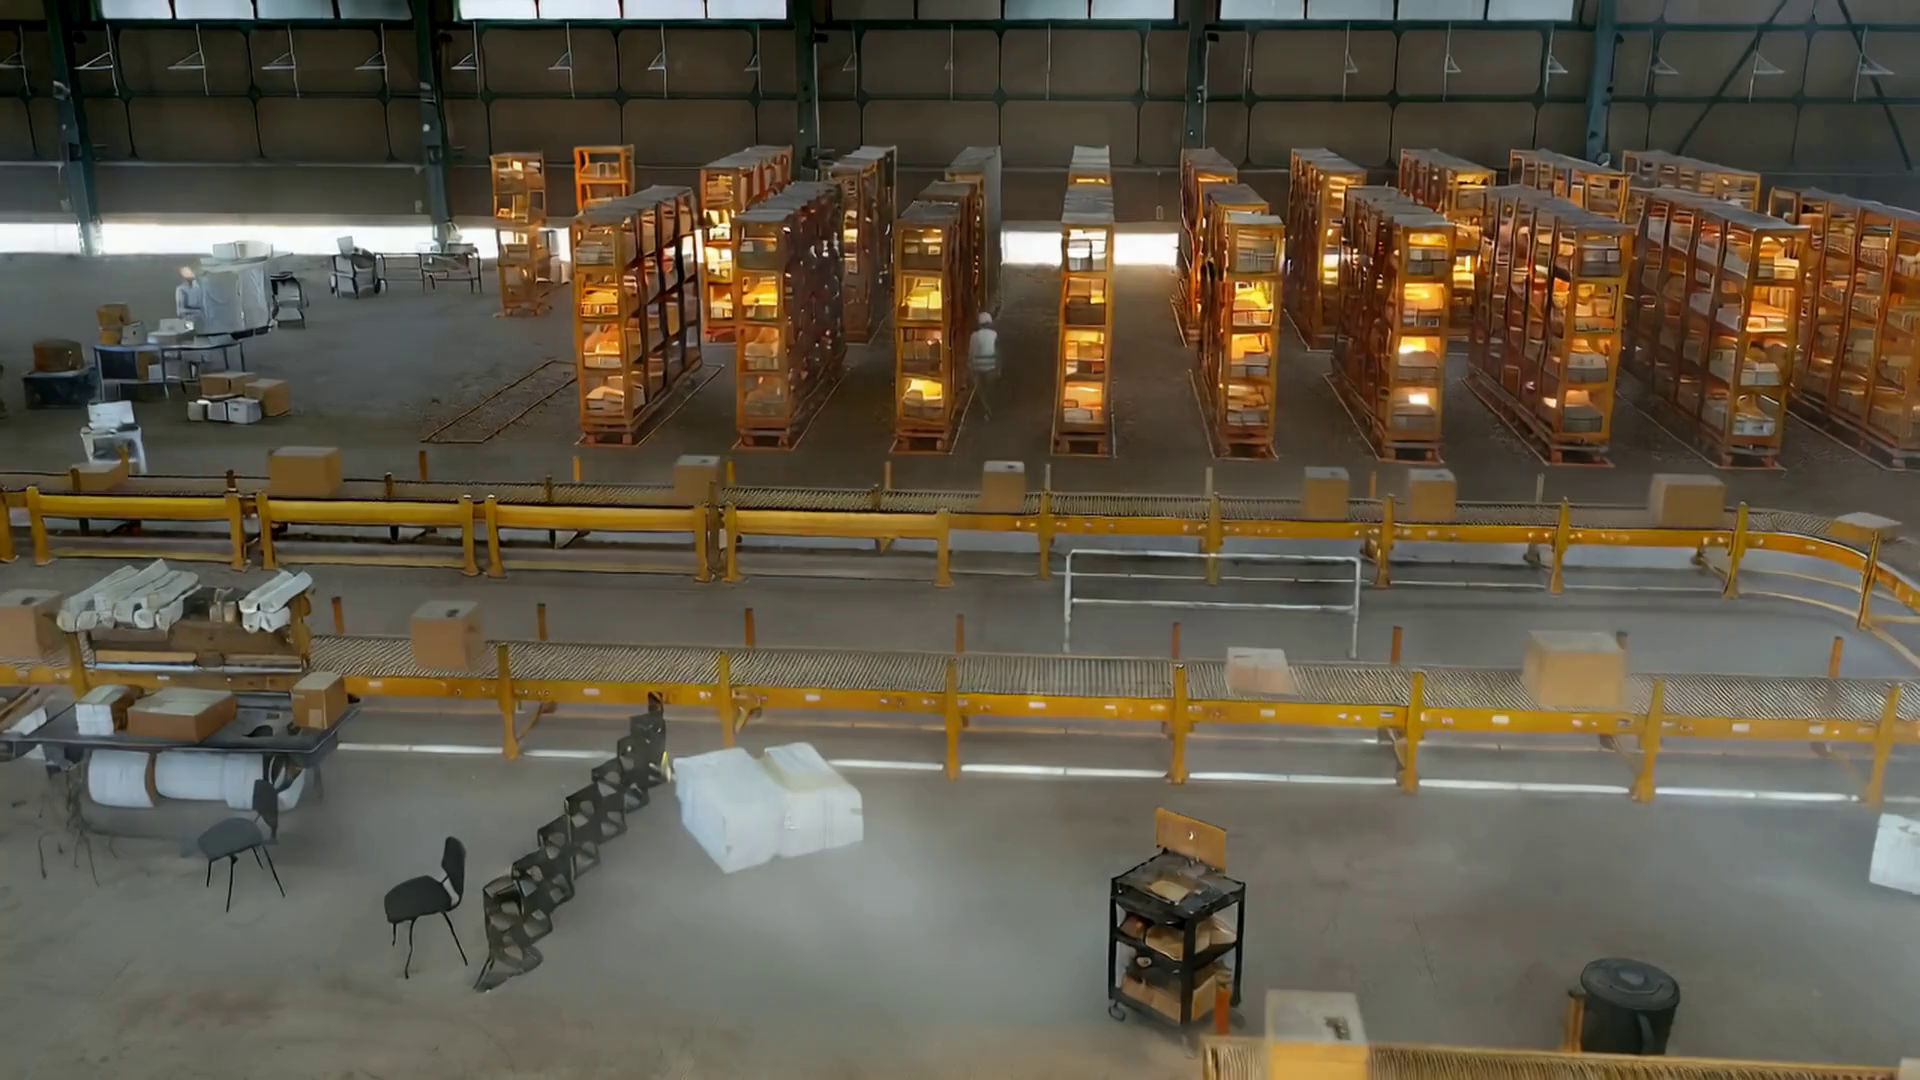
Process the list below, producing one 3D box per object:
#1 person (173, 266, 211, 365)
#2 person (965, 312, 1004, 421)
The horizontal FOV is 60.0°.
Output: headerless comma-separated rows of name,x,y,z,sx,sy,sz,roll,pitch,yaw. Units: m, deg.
person,-14.953,-4.366,32.273,0.731,1.927,0.616,11,21,32
person,0.381,-2.956,28.017,0.599,1.774,0.939,-6,19,-19
